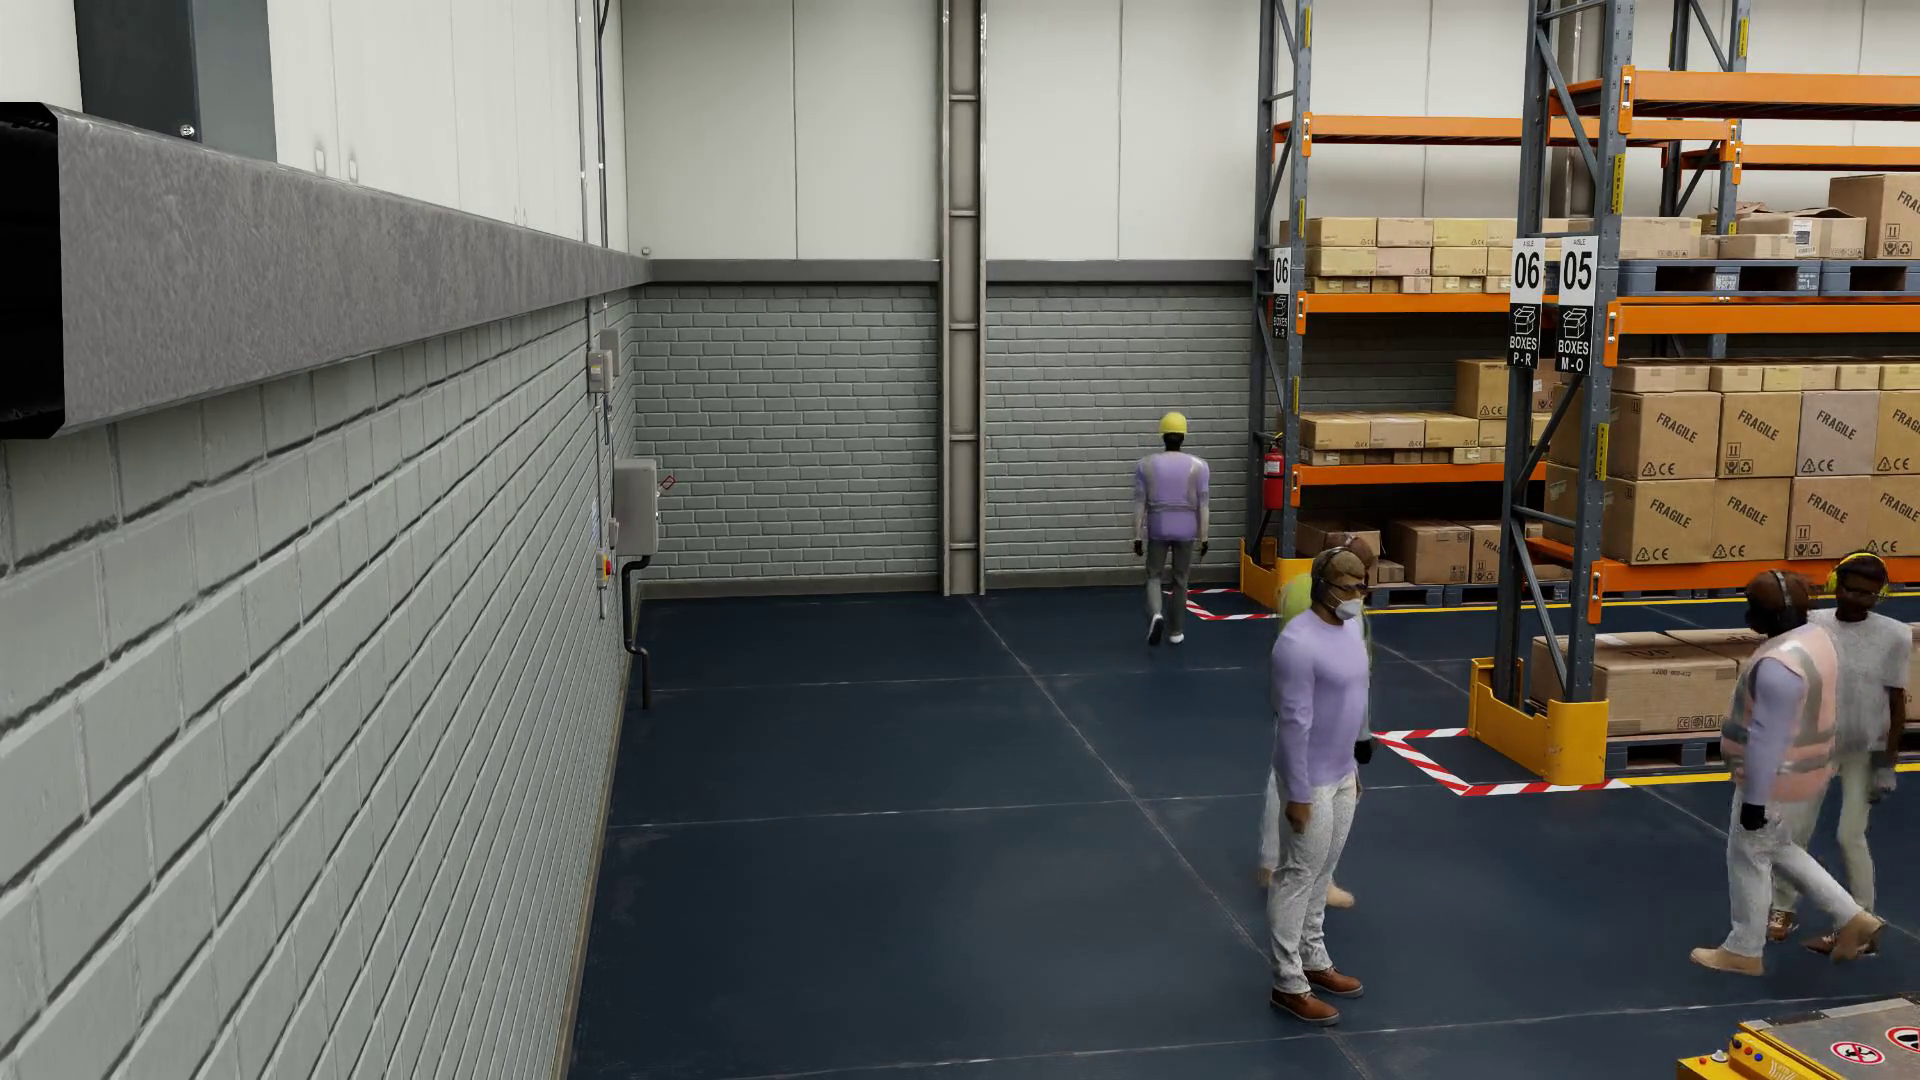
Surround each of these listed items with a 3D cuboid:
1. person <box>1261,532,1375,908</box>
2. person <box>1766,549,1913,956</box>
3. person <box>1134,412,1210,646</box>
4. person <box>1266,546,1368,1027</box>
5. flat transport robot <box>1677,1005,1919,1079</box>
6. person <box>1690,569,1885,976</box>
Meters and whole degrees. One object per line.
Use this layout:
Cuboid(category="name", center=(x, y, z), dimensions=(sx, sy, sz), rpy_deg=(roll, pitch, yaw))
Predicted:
Cuboid(category="person", center=(1.729, 0.849, 8.010), dimensions=(0.463, 1.806, 0.687), rpy_deg=(-3, 10, -16))
Cuboid(category="person", center=(3.895, 0.934, 7.379), dimensions=(0.391, 1.840, 0.564), rpy_deg=(-7, 12, -38))
Cuboid(category="person", center=(1.694, -0.071, 13.323), dimensions=(0.607, 1.910, 0.660), rpy_deg=(2, 9, 9))
Cuboid(category="person", center=(1.474, 0.977, 6.800), dimensions=(0.371, 1.935, 0.627), rpy_deg=(6, 11, 34))
Cuboid(category="flat transport robot", center=(3.435, 1.927, 6.054), dimensions=(1.431, 0.197, 0.652), rpy_deg=(-3, 10, -16))
Cuboid(category="person", center=(3.502, 1.011, 6.998), dimensions=(0.633, 1.811, 0.640), rpy_deg=(7, 12, 39))
